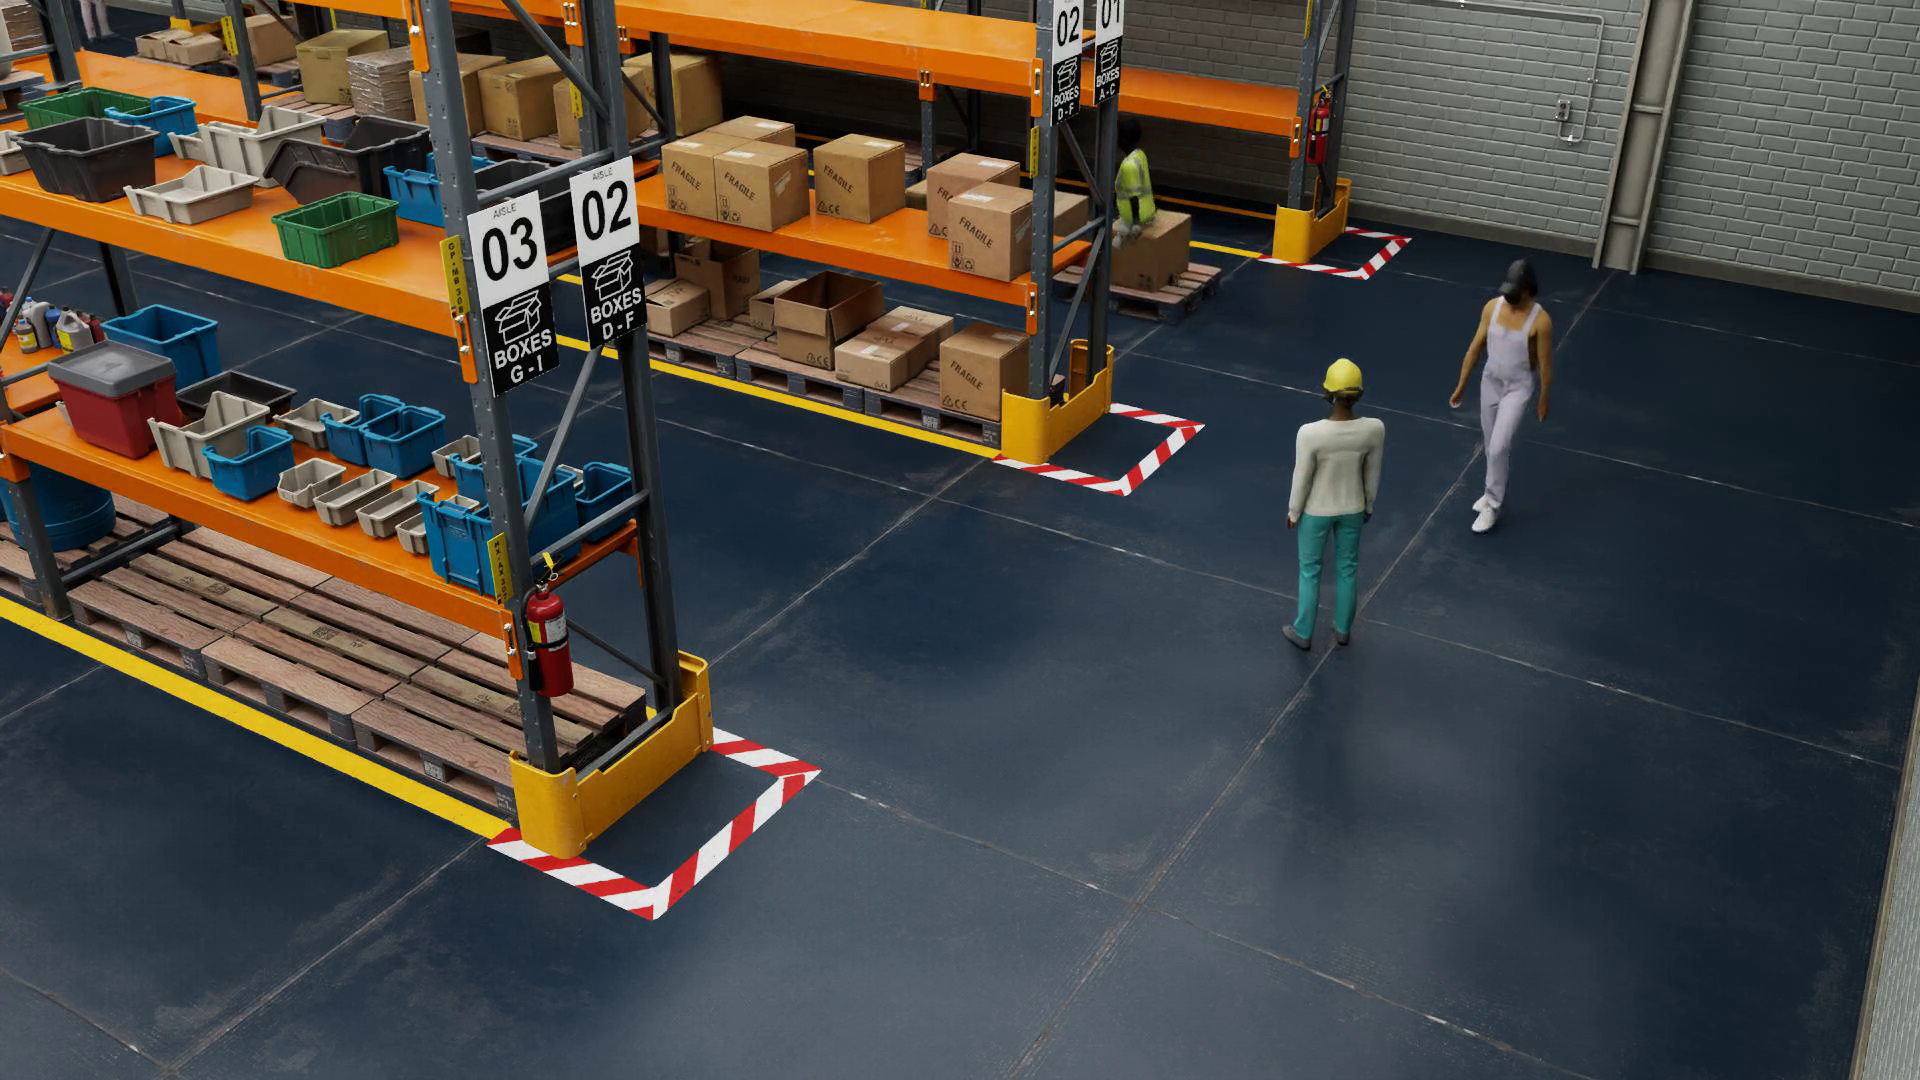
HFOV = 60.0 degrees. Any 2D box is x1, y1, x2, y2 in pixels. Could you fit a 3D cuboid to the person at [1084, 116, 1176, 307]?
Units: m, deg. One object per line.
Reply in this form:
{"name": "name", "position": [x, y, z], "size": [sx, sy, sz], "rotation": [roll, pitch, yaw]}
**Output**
{"name": "person", "position": [1.526, -2.781, 14.210], "size": [0.876, 1.639, 0.572], "rotation": [10, 31, 17]}

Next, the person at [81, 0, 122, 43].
{"name": "person", "position": [-12.164, -7.878, 23.166], "size": [0.605, 1.828, 0.514], "rotation": [10, 31, 17]}

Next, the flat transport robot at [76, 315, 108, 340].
{"name": "flat transport robot", "position": [-7.009, -1.521, 13.363], "size": [1.431, 0.231, 0.659], "rotation": [18, 34, 29]}

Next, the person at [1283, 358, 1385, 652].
{"name": "person", "position": [2.100, -0.189, 9.437], "size": [0.532, 1.765, 0.328], "rotation": [-6, 30, -10]}

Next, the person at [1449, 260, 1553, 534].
{"name": "person", "position": [3.484, -0.945, 10.733], "size": [0.736, 1.828, 0.505], "rotation": [-22, 36, -34]}
